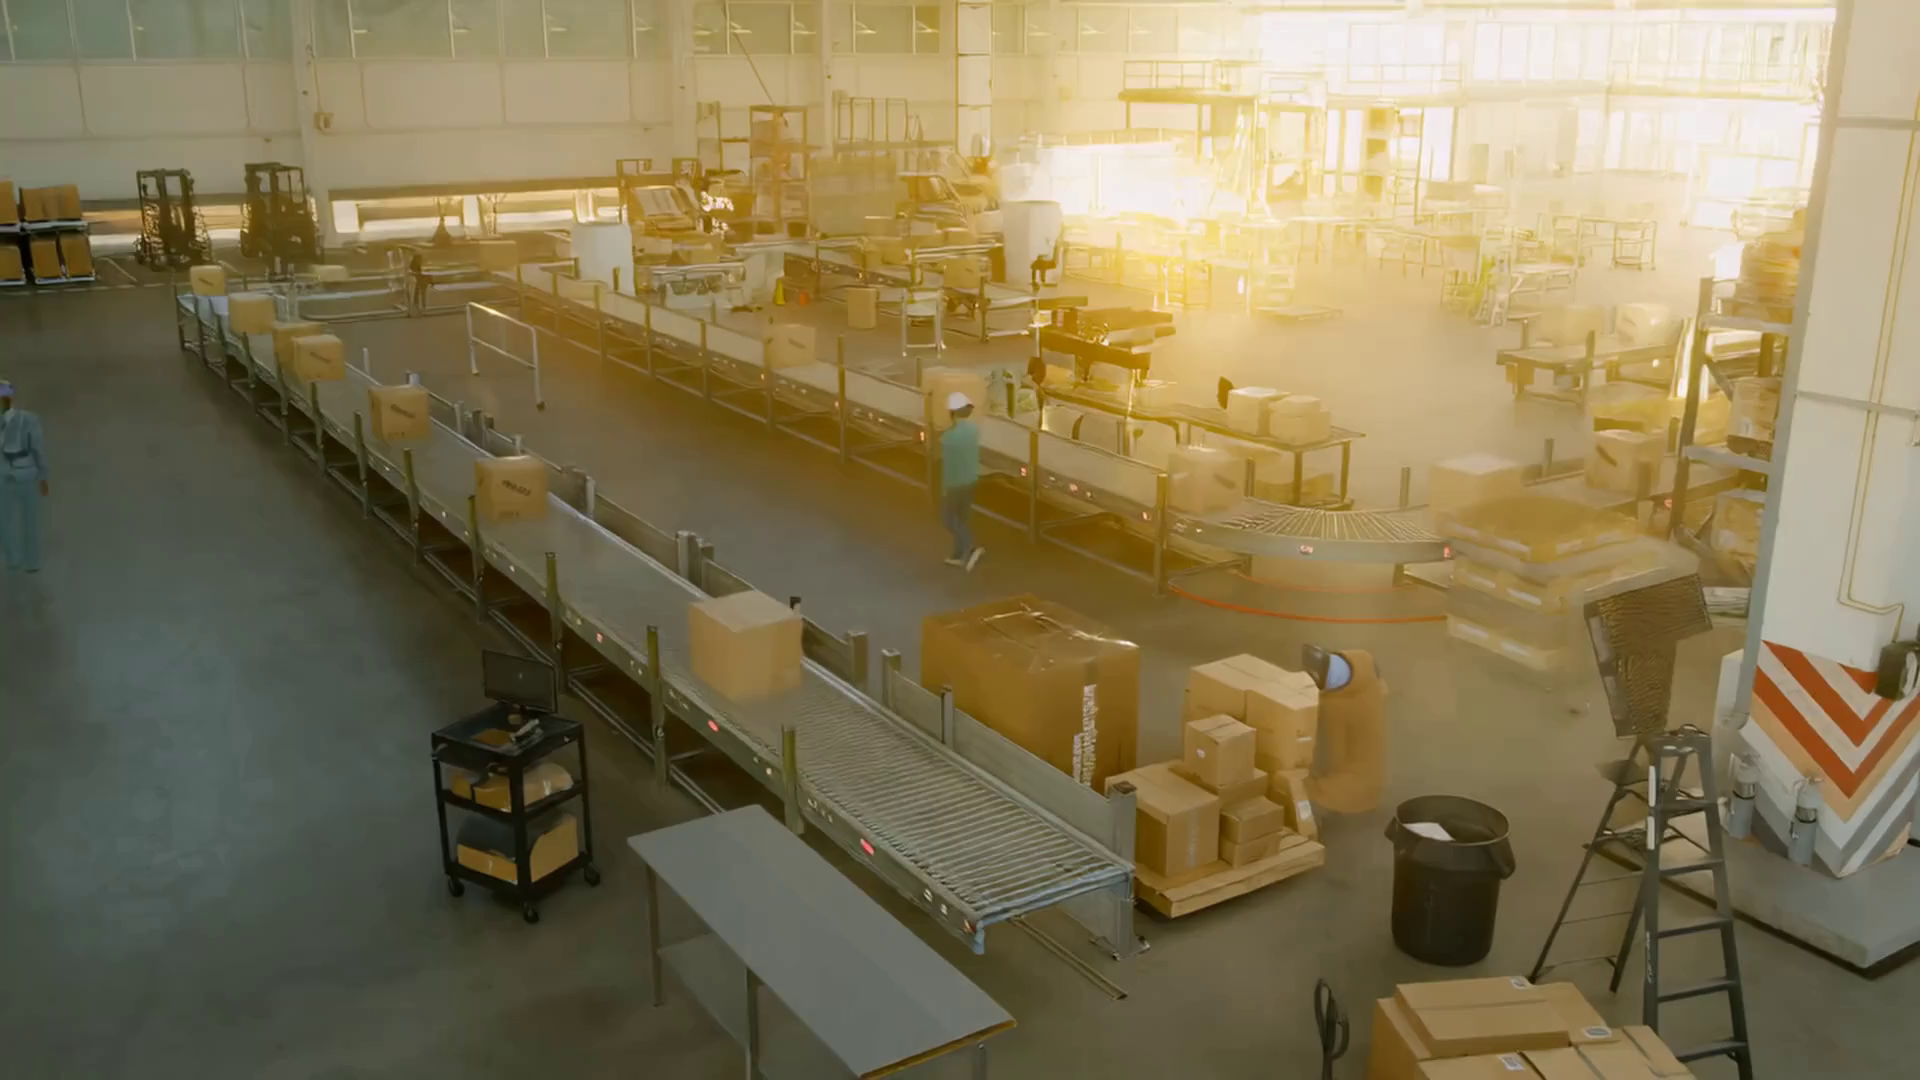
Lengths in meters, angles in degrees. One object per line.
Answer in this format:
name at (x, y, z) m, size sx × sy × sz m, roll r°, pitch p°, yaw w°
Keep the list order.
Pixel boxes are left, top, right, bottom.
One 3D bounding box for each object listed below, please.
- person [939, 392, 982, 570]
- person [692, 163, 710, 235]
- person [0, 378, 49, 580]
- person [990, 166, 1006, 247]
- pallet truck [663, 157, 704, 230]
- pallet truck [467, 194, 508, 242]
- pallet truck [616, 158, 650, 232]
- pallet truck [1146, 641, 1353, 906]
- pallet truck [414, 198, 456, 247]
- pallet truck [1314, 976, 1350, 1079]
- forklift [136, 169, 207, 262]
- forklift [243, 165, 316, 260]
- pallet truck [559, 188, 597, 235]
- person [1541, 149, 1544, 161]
person at (0.031, -0.543, 15.949) m, size 0.505 × 1.753 × 0.530 m, roll 16°, pitch 23°, yaw 42°
person at (-6.752, -8.804, 43.173) m, size 0.409 × 1.907 × 0.651 m, roll -15°, pitch 22°, yaw -40°
person at (-8.982, -0.571, 15.736) m, size 0.638 × 1.922 × 0.786 m, roll -4°, pitch 17°, yaw -14°
person at (0.817, -8.230, 41.097) m, size 0.968 × 2.015 × 0.606 m, roll 0°, pitch 17°, yaw 0°
pallet truck at (-7.586, -9.308, 44.692) m, size 0.823 × 1.965 × 1.885 m, roll -11°, pitch 20°, yaw -33°
pallet truck at (-11.983, -8.177, 42.137) m, size 0.704 × 1.261 × 1.522 m, roll -11°, pitch 20°, yaw -33°
pallet truck at (-8.918, -9.176, 44.255) m, size 0.823 × 1.965 × 1.885 m, roll -9°, pitch 19°, yaw -27°
pallet truck at (1.664, 1.407, 10.232) m, size 1.630 × 1.274 × 0.653 m, roll -10°, pitch 20°, yaw -31°
pallet truck at (-13.250, -8.060, 41.856) m, size 0.680 × 1.201 × 1.601 m, roll -10°, pitch 20°, yaw -31°
pallet truck at (2.299, 2.390, 7.086) m, size 1.601 × 1.201 × 0.680 m, roll -2°, pitch 17°, yaw -7°
forklift at (-17.842, -7.318, 37.559) m, size 1.157 × 1.987 × 2.680 m, roll -10°, pitch 20°, yaw -31°
forklift at (-15.898, -7.669, 38.708) m, size 1.157 × 1.987 × 2.680 m, roll -11°, pitch 20°, yaw -33°
pallet truck at (-10.010, -8.652, 43.699) m, size 0.653 × 1.274 × 1.630 m, roll -10°, pitch 20°, yaw -31°
person at (21.822, -14.479, 62.527) m, size 0.495 × 1.624 × 0.283 m, roll 10°, pitch 19°, yaw 29°
